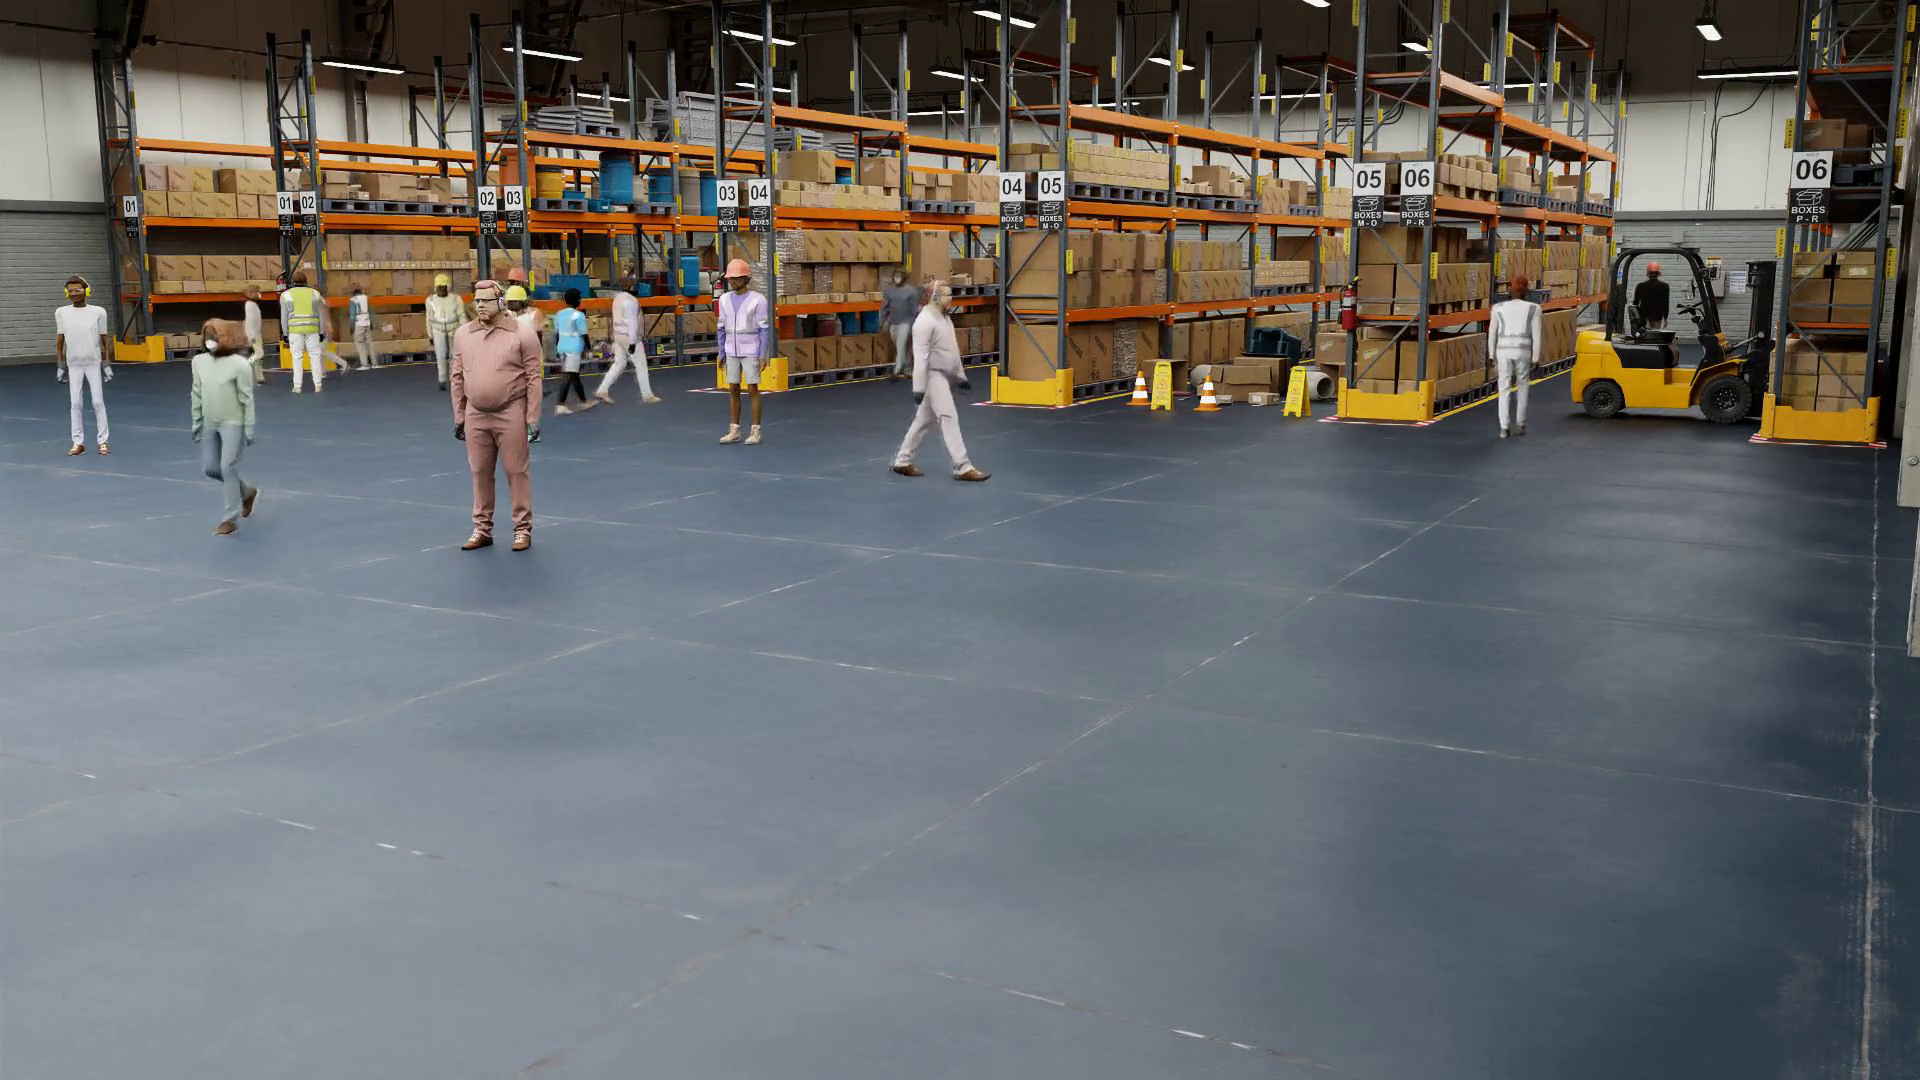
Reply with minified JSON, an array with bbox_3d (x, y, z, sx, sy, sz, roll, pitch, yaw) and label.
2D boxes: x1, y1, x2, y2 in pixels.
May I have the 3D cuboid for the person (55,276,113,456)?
[{"bbox_3d":[-9.134,-1.811,17.344,0.531,1.870,0.316,-3,10,-18],"label":"person"}]

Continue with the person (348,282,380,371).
[{"bbox_3d":[-10.868,-3.886,30.272,0.319,1.607,0.670,2,10,14],"label":"person"}]

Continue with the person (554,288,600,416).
[{"bbox_3d":[-5.037,-2.477,21.858,0.553,1.648,0.856,8,12,38],"label":"person"}]

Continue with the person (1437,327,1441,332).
[{"bbox_3d":[10.532,-5.093,36.794,0.651,1.784,0.953,7,12,36],"label":"person"}]

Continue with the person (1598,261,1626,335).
[{"bbox_3d":[13.933,-5.020,35.629,0.683,2.000,1.016,-7,12,-34],"label":"person"}]

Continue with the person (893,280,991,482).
[{"bbox_3d":[-0.204,-1.477,15.441,0.987,1.859,0.646,2,10,13],"label":"person"}]

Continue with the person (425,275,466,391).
[{"bbox_3d":[-8.015,-3.240,25.960,0.595,1.790,0.927,-3,10,-16],"label":"person"}]

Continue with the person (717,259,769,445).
[{"bbox_3d":[-2.407,-2.057,18.282,0.614,2.038,0.395,4,10,22],"label":"person"}]

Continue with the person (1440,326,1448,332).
[{"bbox_3d":[11.366,-5.482,38.726,0.623,1.915,0.612,-7,12,-36],"label":"person"}]

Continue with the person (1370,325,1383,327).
[{"bbox_3d":[8.569,-4.783,34.242,0.396,2.038,0.615,-6,11,-31],"label":"person"}]

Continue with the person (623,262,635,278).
[{"bbox_3d":[-7.123,-5.037,36.027,0.630,1.940,0.370,9,13,41],"label":"person"}]

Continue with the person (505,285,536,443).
[{"bbox_3d":[-4.888,-1.932,18.407,0.376,1.752,0.525,-6,11,-31],"label":"person"}]

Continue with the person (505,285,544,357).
[{"bbox_3d":[-5.863,-2.575,22.337,0.556,1.678,0.457,1,10,4],"label":"person"}]

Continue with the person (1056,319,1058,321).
[{"bbox_3d":[2.084,-4.055,30.318,0.613,1.912,1.005,5,11,28],"label":"person"}]

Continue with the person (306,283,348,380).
[{"bbox_3d":[-10.628,-3.489,27.865,0.525,1.621,0.541,-6,12,-33],"label":"person"}]

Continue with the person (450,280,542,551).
[{"bbox_3d":[-3.274,-0.867,11.710,0.652,1.906,0.405,1,10,7],"label":"person"}]

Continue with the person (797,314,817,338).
[{"bbox_3d":[-2.714,-3.972,29.846,0.392,1.922,0.589,-4,11,-24],"label":"person"}]

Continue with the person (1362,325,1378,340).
[{"bbox_3d":[9.026,-5.075,36.501,0.509,1.858,0.333,2,10,13],"label":"person"}]

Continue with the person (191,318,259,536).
[{"bbox_3d":[-5.495,-0.863,12.508,0.516,1.616,0.566,3,10,16],"label":"person"}]

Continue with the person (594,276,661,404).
[{"bbox_3d":[-4.714,-2.802,23.363,0.922,1.800,0.635,-7,12,-37],"label":"person"}]

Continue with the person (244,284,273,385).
[{"bbox_3d":[-11.331,-3.283,26.660,0.435,1.621,0.514,-2,10,-10],"label":"person"}]

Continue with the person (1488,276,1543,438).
[{"bbox_3d":[6.397,-2.114,19.206,0.586,1.832,0.962,4,10,20],"label":"person"}]

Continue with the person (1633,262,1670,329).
[{"bbox_3d":[12.720,-4.126,30.639,0.618,1.968,0.945,4,10,21],"label":"person"}]

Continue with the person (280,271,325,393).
[{"bbox_3d":[-10.010,-3.164,25.347,0.626,1.844,0.429,-5,11,-28],"label":"person"}]

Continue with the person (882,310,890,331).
[{"bbox_3d":[-1.370,-4.648,33.922,0.667,1.875,0.826,7,12,35],"label":"person"}]

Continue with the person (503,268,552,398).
[{"bbox_3d":[-6.192,-2.878,23.510,0.938,1.891,0.548,-5,11,-25],"label":"person"}]

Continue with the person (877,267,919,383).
[{"bbox_3d":[-1.027,-3.518,27.299,0.642,1.876,1.039,5,11,29],"label":"person"}]
